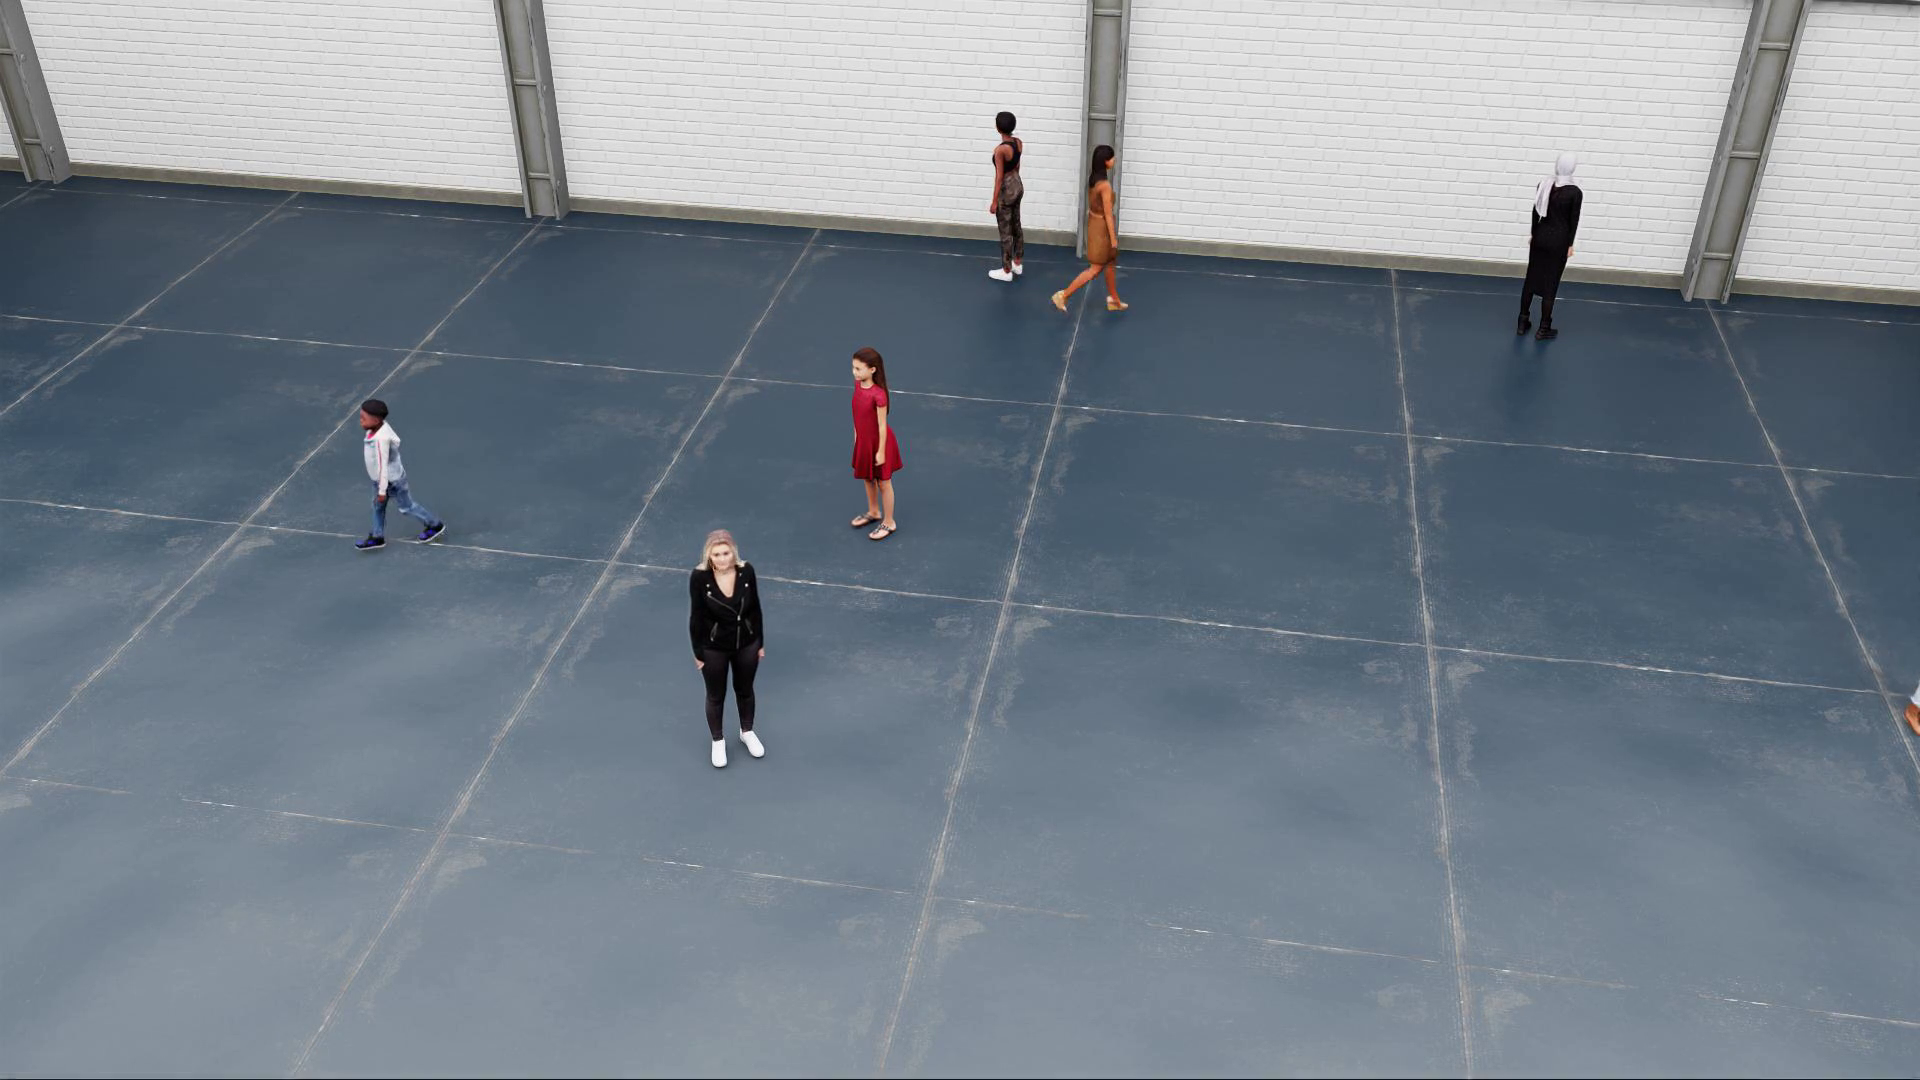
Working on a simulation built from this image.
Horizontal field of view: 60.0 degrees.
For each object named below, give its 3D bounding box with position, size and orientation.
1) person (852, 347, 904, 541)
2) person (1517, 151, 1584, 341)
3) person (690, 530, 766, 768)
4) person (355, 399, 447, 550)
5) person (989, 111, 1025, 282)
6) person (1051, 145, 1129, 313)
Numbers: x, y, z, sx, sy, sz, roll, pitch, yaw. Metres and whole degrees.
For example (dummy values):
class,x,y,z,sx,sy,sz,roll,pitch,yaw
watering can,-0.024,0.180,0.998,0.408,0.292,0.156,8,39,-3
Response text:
class,x,y,z,sx,sy,sz,roll,pitch,yaw
person,-0.643,-0.752,12.497,0.745,1.551,0.685,-25,41,-32
person,5.394,-2.694,15.214,0.742,1.779,0.660,-27,42,-34
person,-1.427,0.648,10.270,0.642,1.686,0.755,-12,35,-17
person,-4.196,-0.488,12.379,0.945,1.243,0.794,-14,36,-20
person,0.466,-3.383,16.322,0.647,1.699,0.651,21,39,29
person,1.259,-2.843,15.540,1.066,1.666,0.752,-4,34,-6
